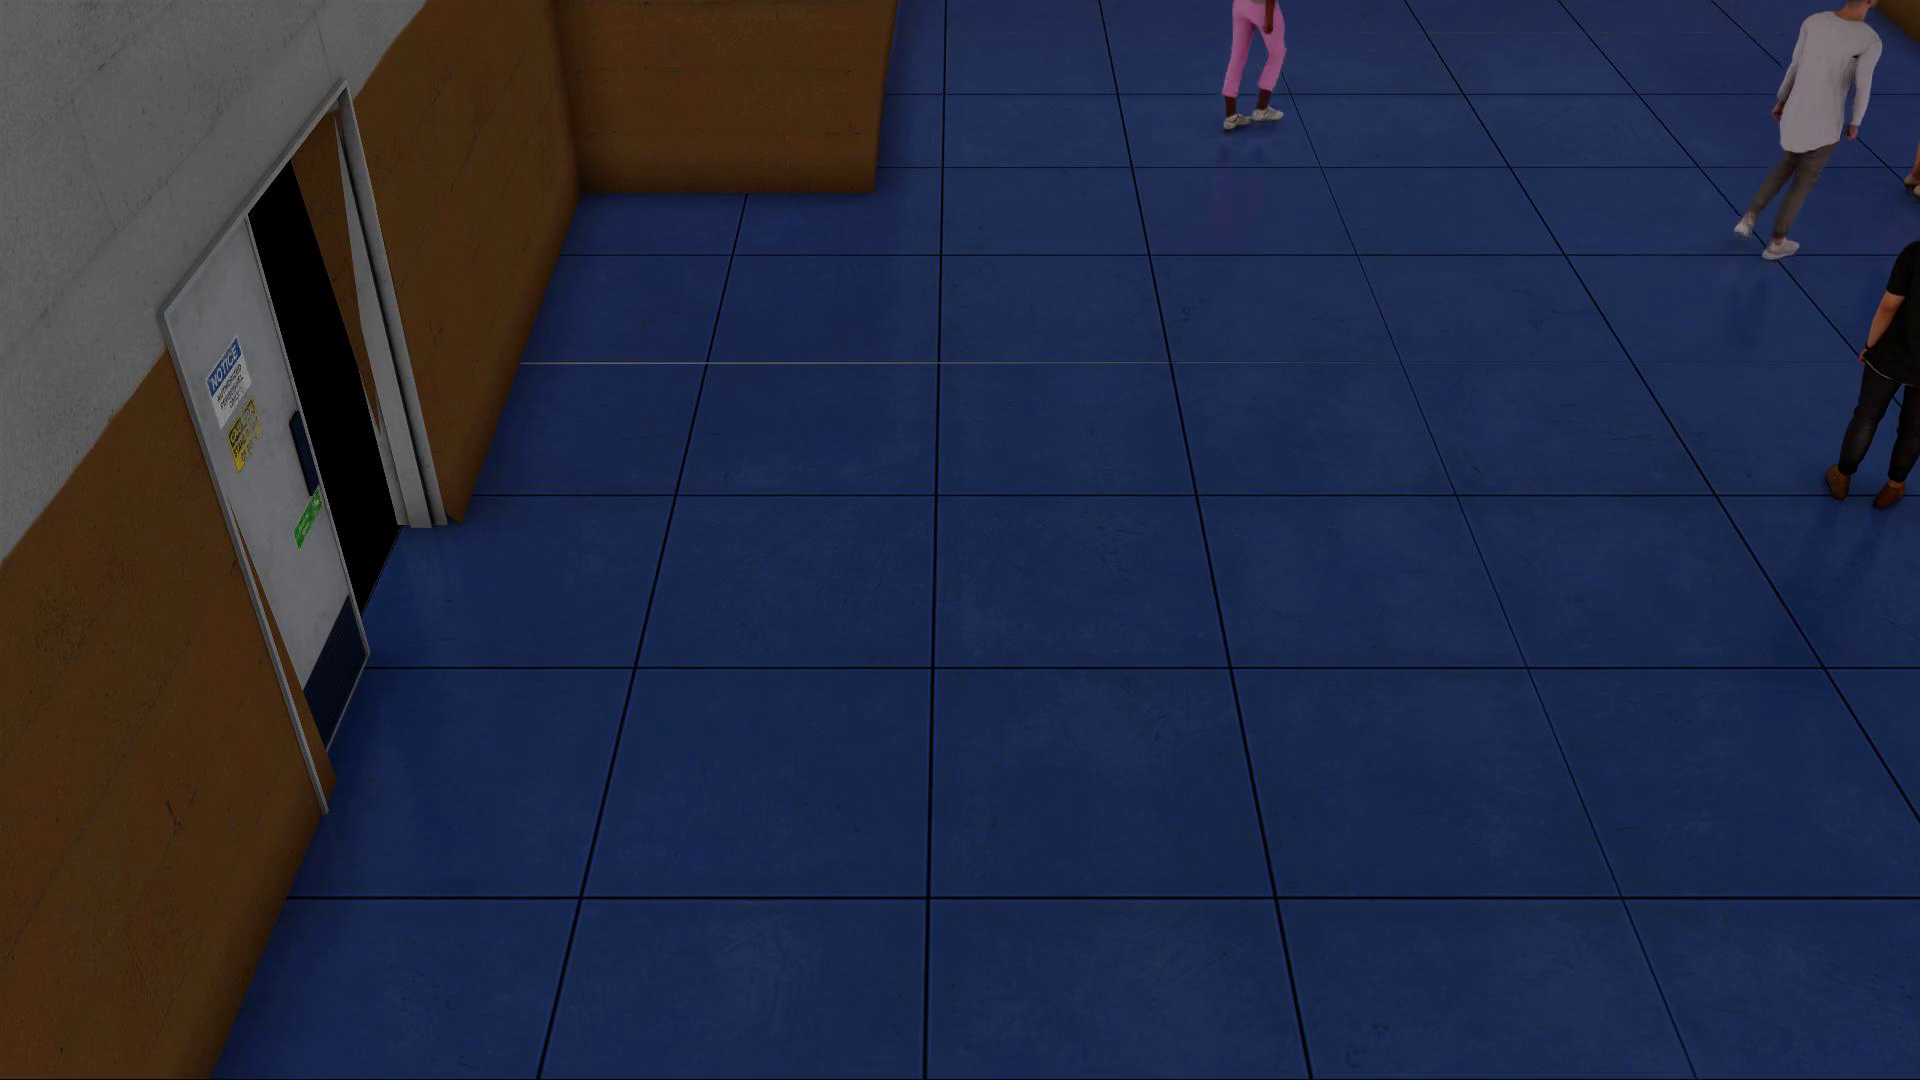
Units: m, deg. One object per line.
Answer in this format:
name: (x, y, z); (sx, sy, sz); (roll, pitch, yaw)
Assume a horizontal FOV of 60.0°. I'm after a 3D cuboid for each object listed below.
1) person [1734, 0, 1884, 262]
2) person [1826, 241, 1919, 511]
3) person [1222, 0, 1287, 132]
person: (5.130, -2.550, 10.082); (0.852, 1.831, 0.820); (-22, 42, -27)
person: (4.610, -0.921, 8.010); (0.649, 1.715, 0.766); (19, 41, 23)
person: (2.014, -3.713, 11.718); (0.857, 1.728, 0.789); (-22, 42, -27)
